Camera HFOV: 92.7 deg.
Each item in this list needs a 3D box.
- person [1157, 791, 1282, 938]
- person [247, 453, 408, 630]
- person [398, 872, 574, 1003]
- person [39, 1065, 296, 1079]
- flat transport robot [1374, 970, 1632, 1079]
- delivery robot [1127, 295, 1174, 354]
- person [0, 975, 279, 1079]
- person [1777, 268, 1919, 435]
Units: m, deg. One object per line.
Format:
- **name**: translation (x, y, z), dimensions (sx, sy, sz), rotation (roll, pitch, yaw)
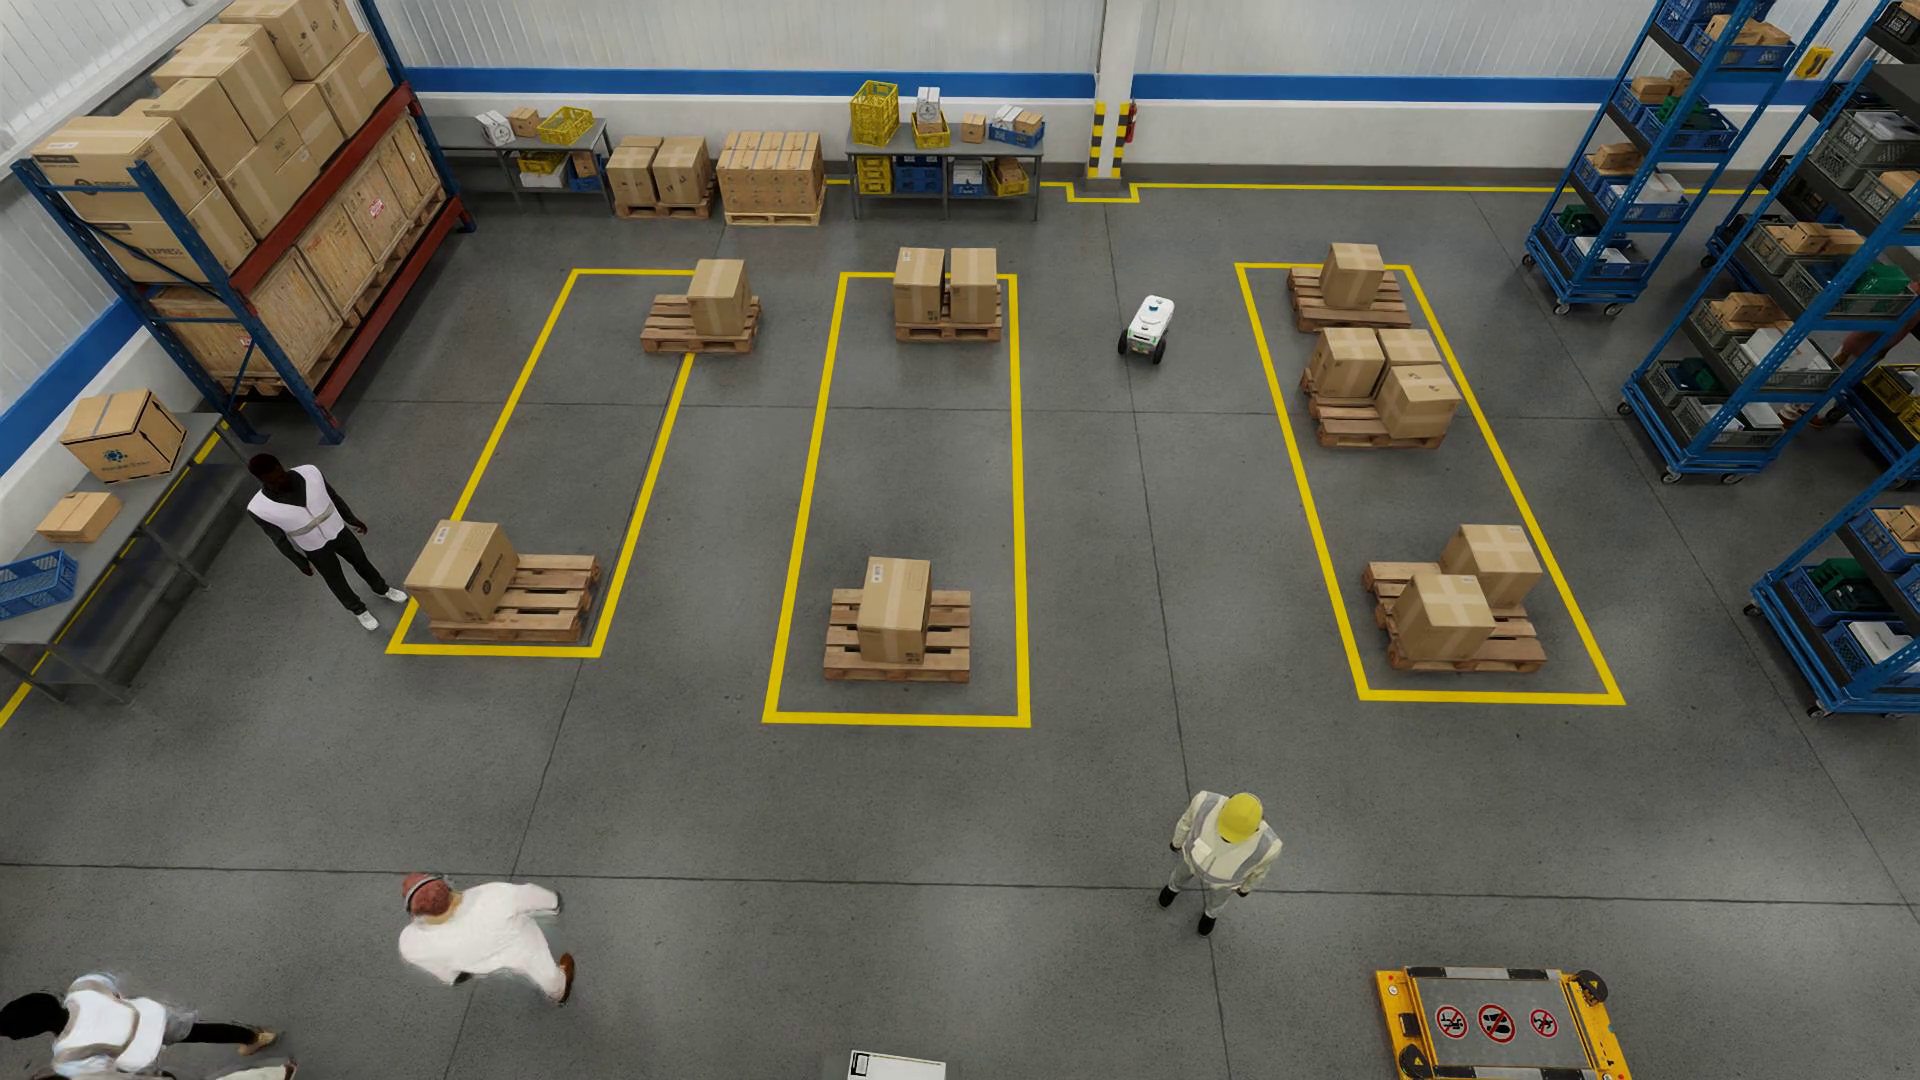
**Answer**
- **person**: translation (1.607, 2.036, 5.814), dimensions (0.590, 1.823, 0.403), rotation (32, 57, 23)
- **person**: translation (-5.159, -0.016, 7.427), dimensions (0.372, 1.915, 0.596), rotation (21, 54, 16)
- **person**: translation (-2.769, 2.344, 5.525), dimensions (0.719, 1.889, 0.523), rotation (-18, 53, -14)
- **person**: translation (-4.319, 3.160, 4.901), dimensions (0.516, 1.821, 0.999), rotation (8, 51, 6)
- **flat transport robot**: translation (3.501, 3.133, 5.914), dimensions (1.431, 0.197, 0.652), rotation (1, 51, 1)
- **delivery robot**: translation (2.127, -2.428, 10.207), dimensions (0.477, 0.478, 0.707), rotation (20, 54, 16)
- **person**: translation (-4.731, 2.861, 5.238), dimensions (0.742, 1.663, 0.536), rotation (-12, 52, -9)
- **person**: translation (8.796, -1.872, 8.890), dimensions (0.612, 1.995, 0.376), rotation (-13, 52, -10)
